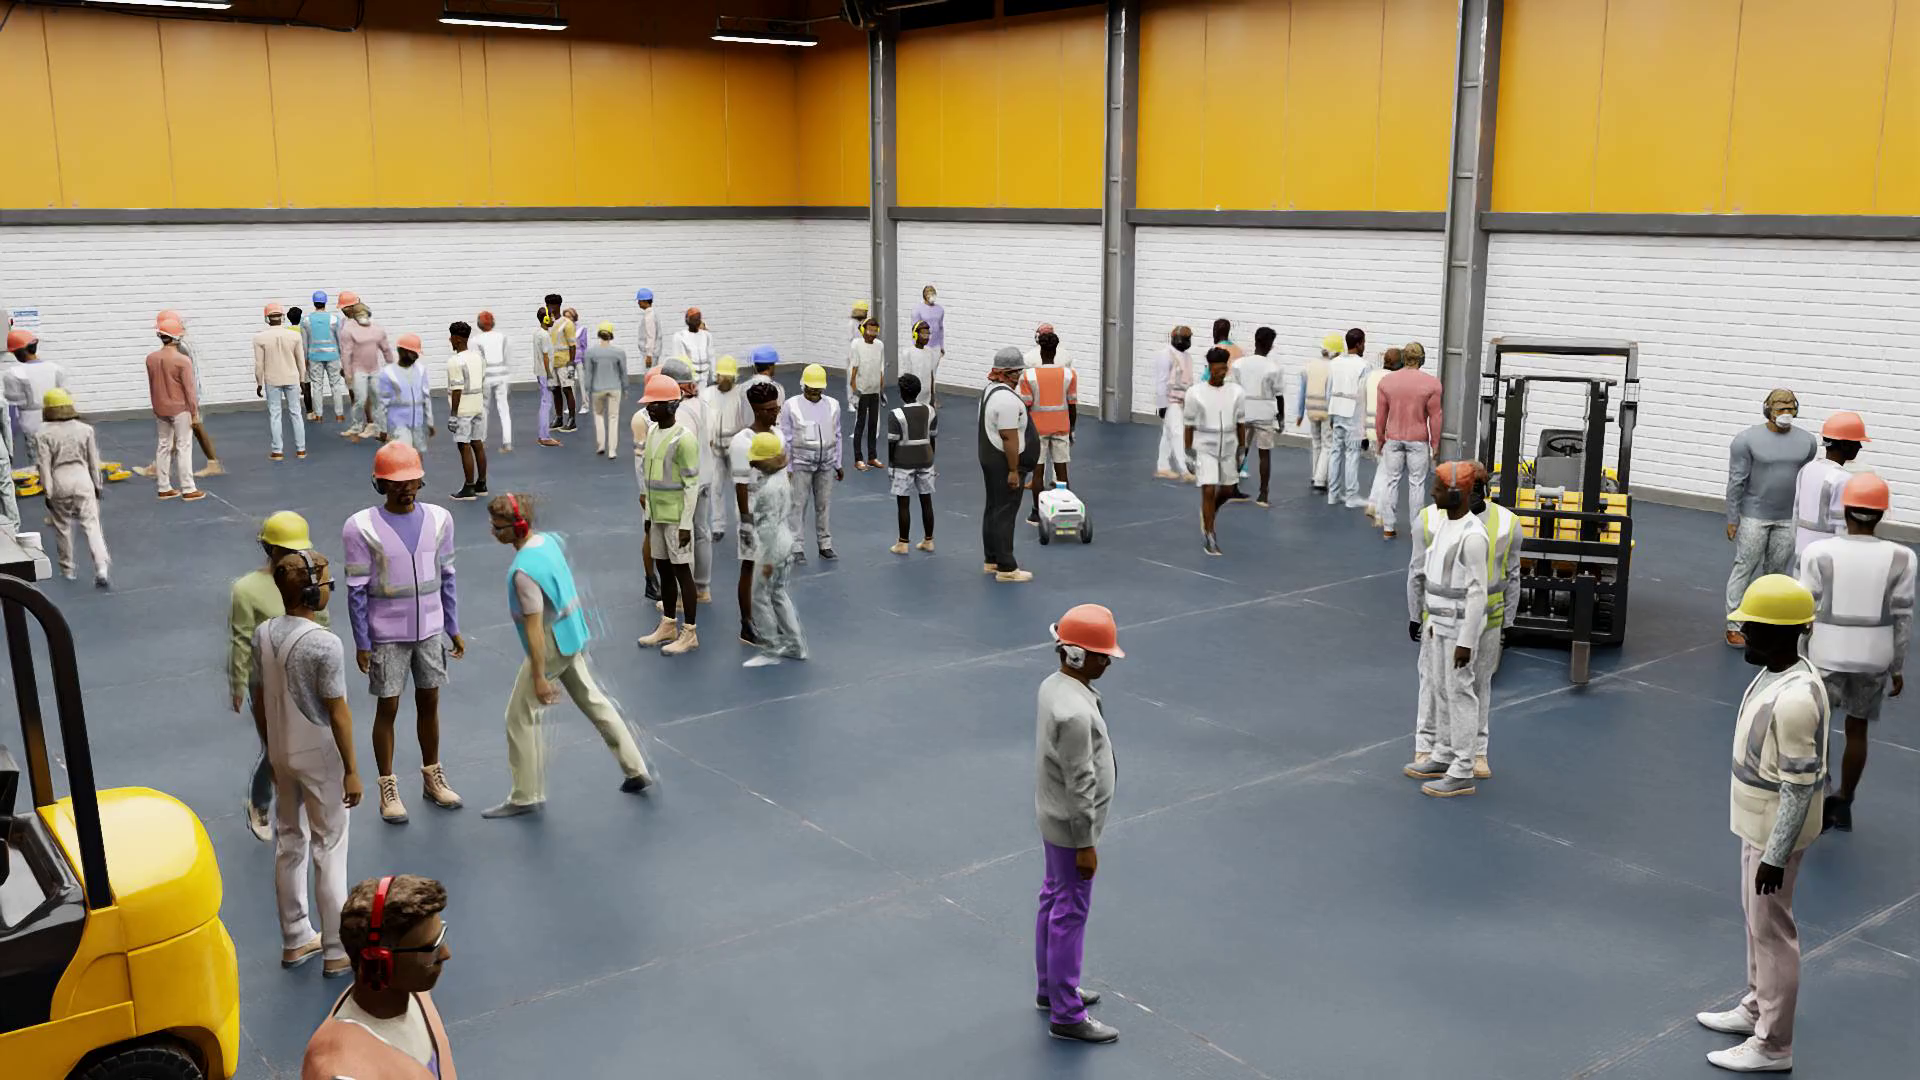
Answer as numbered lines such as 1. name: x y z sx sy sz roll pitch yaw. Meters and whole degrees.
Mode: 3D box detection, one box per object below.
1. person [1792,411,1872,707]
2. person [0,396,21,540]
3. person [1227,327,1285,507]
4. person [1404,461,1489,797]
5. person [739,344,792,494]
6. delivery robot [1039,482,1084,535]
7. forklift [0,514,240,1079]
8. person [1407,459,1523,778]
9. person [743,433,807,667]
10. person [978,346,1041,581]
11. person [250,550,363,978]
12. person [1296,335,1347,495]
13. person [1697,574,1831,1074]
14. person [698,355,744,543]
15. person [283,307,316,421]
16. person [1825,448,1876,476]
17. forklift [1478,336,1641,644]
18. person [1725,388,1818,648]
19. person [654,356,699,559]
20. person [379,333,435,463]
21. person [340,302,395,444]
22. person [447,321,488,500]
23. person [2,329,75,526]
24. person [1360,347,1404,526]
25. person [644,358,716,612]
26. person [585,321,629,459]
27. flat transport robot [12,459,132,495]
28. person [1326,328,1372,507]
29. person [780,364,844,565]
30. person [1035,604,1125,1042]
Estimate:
1. person: 5.695 0.117 10.920 0.374 1.935 0.552 -1 12 -3
2. person: -9.329 -0.816 15.921 0.309 1.736 0.485 11 16 44
3. person: 3.182 -1.327 17.901 0.626 1.935 0.408 8 14 35
4. person: 2.741 0.490 9.256 0.354 1.881 0.576 0 12 0
5. person: -1.837 -0.895 15.823 0.631 1.927 0.442 11 16 43
6. delivery robot: 0.983 -0.318 16.152 0.477 0.478 0.707 -1 12 -7
7. forklift: -3.687 1.115 5.480 2.313 2.155 1.214 -9 15 -36
8. person: 2.881 0.451 9.543 0.625 1.844 0.429 2 12 11
9. person: -1.317 0.074 11.722 0.392 1.698 0.576 1 12 4
10. person: 0.433 -0.673 14.485 0.536 2.000 0.688 -3 12 -15
11. person: -2.772 0.953 7.109 0.509 1.844 0.329 6 13 27
12. person: 4.136 -1.410 18.681 0.675 1.783 0.629 -10 15 -40
13. person: 3.055 1.075 6.321 0.385 1.925 0.592 4 12 19
14. person: -2.253 -0.900 16.152 0.602 1.817 0.601 2 12 8
15. person: -9.798 -2.598 24.616 0.540 1.695 0.317 0 12 1
16. person: 6.229 0.011 11.859 0.525 1.765 0.329 -3 12 -13
17. forklift: 4.683 -0.471 13.136 1.214 2.155 2.313 4 12 20
18. person: 5.947 -0.157 12.239 0.635 1.937 0.354 0 12 -2
19. person: -2.565 -0.710 15.031 0.474 1.901 0.601 -6 13 -27
20. person: -5.947 -1.270 17.735 0.771 1.897 0.556 10 15 39
21. person: -7.951 -2.238 22.363 0.468 1.921 0.793 9 15 37
22. person: -5.432 -1.422 18.281 0.361 1.964 0.613 3 12 15
23. person: -9.245 -1.115 16.706 0.537 2.007 0.616 6 13 27
24. person: 4.348 -1.036 16.805 0.484 1.816 0.620 -6 13 -28
25. person: -2.281 -0.448 13.398 0.536 2.000 0.673 4 12 20
26. person: -4.506 -1.925 21.250 0.547 1.740 0.637 -2 12 -9
27. flat transport robot: -10.344 -0.735 19.078 0.652 0.197 1.431 6 13 24
28. person: 4.173 -1.316 17.894 0.396 1.917 0.590 -7 14 -31
29. person: -1.329 -0.692 15.106 0.589 1.822 0.403 -6 13 -27
30. person: 0.472 1.107 6.608 0.337 1.743 0.560 -1 12 -6
